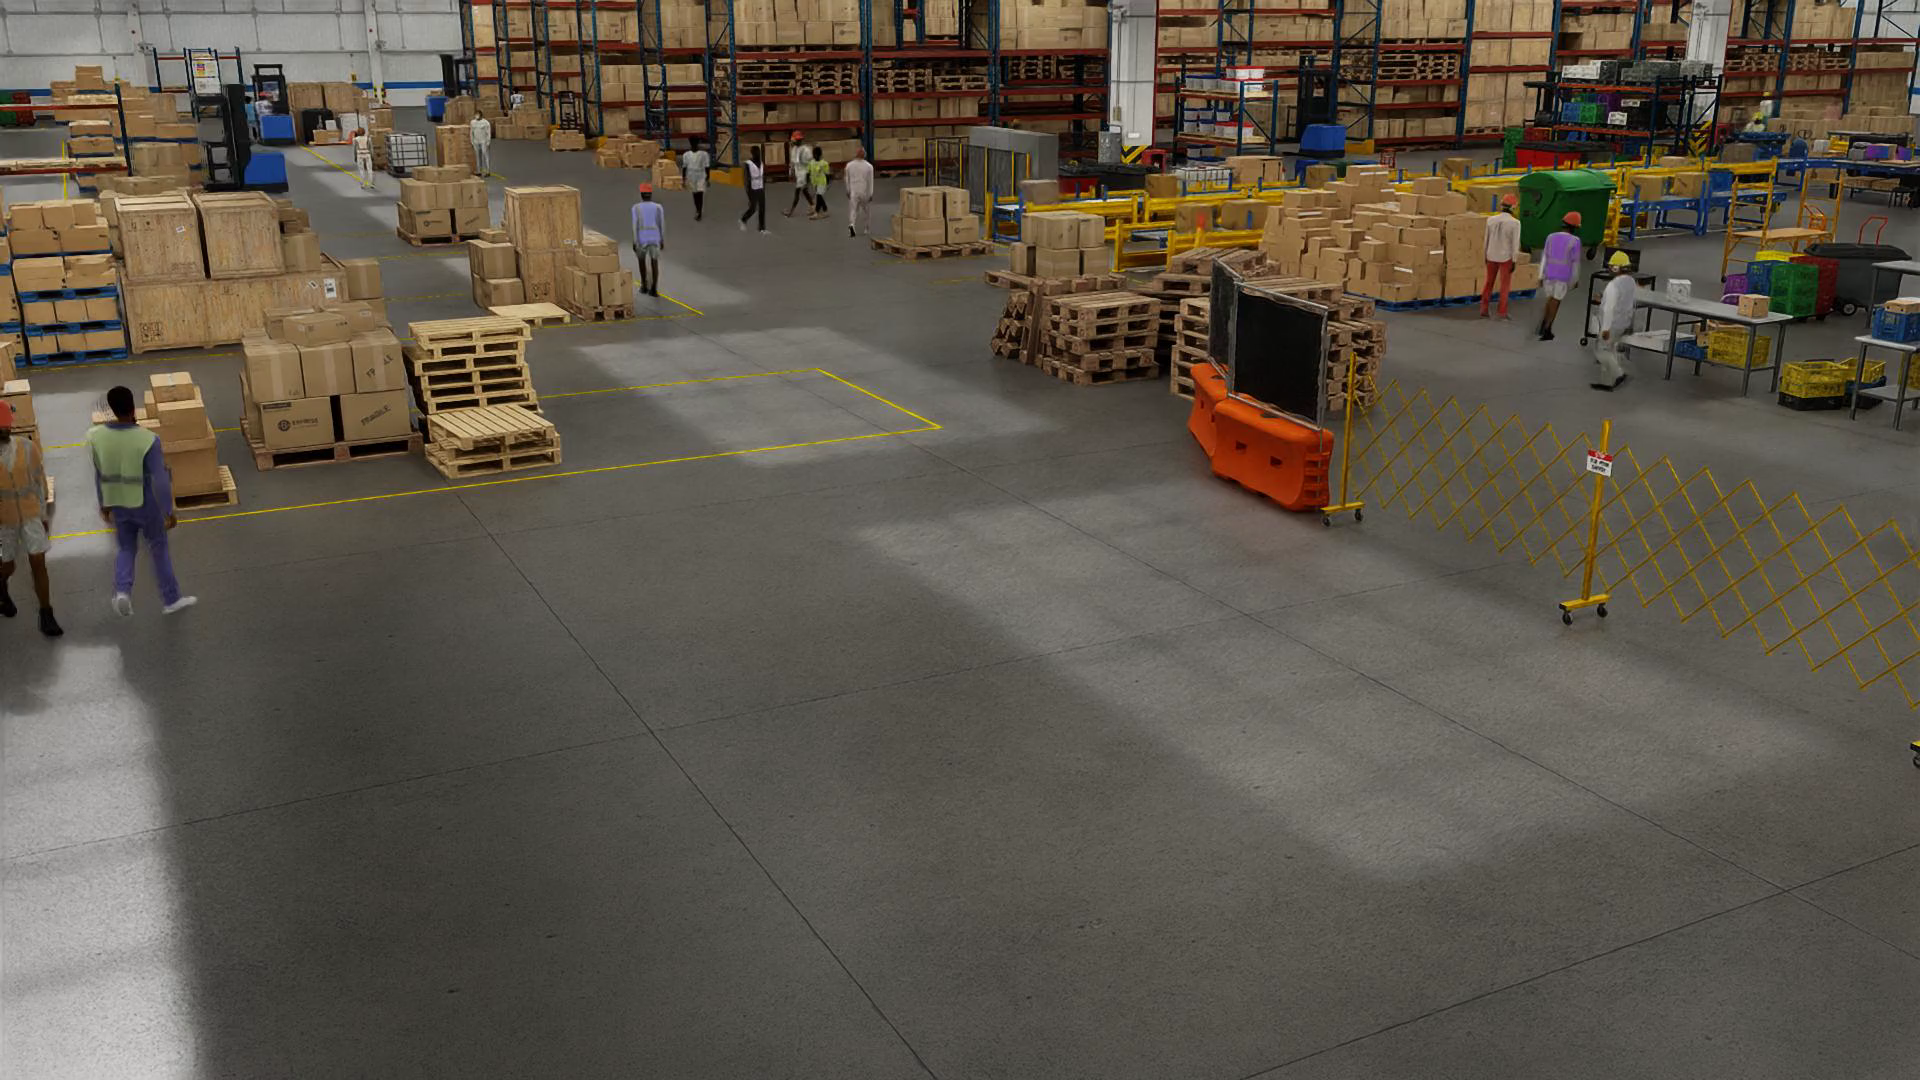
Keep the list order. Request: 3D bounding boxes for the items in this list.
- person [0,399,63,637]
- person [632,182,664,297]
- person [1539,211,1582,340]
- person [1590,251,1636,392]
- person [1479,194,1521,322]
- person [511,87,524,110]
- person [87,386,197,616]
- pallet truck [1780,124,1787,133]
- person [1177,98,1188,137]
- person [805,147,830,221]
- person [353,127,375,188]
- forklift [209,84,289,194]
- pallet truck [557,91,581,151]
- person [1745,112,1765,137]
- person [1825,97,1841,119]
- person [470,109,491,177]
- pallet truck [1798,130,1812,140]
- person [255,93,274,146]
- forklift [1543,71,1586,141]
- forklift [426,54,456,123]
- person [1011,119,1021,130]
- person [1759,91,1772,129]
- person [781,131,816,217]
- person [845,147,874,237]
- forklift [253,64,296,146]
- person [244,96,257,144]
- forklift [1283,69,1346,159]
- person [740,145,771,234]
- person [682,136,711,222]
[{"bbox_3d":[-7.437,-0.202,13.030,0.796,1.910,0.551,15,23,39],"label":"person"},{"bbox_3d":[-5.346,-5.145,28.424,0.579,1.912,0.750,-7,19,-22],"label":"person"},{"bbox_3d":[8.863,-3.892,24.528,0.504,1.906,0.557,-16,23,-40],"label":"person"},{"bbox_3d":[8.342,-2.754,21.132,0.615,1.815,0.472,-16,24,-41],"label":"person"},{"bbox_3d":[8.494,-4.423,26.073,0.413,1.983,0.633,-15,23,-38],"label":"person"},{"bbox_3d":[-17.675,-17.239,66.486,0.536,1.697,0.318,-9,20,-26],"label":"person"},{"bbox_3d":[-6.607,-0.282,13.295,0.638,1.896,0.625,2,18,6],"label":"person"},{"bbox_3d":[25.206,-12.542,52.601,1.601,1.201,0.680,0,18,-2],"label":"pallet truck"},{"bbox_3d":[8.264,-15.767,61.994,0.500,1.636,0.286,-10,20,-28],"label":"person"},{"bbox_3d":[-3.271,-8.278,38.612,0.540,1.657,0.858,12,21,33],"label":"person"},{"bbox_3d":[-16.221,-10.402,45.265,0.522,1.640,0.306,-7,19,-21],"label":"person"},{"bbox_3d":[-18.778,-10.487,43.529,1.873,2.768,1.129,-9,20,-26],"label":"forklift"},{"bbox_3d":[-13.495,-14.412,57.188,0.823,1.965,1.885,-3,18,-9],"label":"pallet truck"},{"bbox_3d":[23.267,-11.595,48.704,0.611,1.813,0.474,-4,18,-11],"label":"person"},{"bbox_3d":[29.108,-13.885,55.752,0.768,1.882,0.653,-3,18,-10],"label":"person"},{"bbox_3d":[-13.880,-11.488,48.169,0.631,1.940,0.372,4,18,13],"label":"person"},{"bbox_3d":[25.526,-11.556,49.408,1.630,1.274,0.653,-9,20,-26],"label":"pallet truck"},{"bbox_3d":[-24.781,-14.983,59.134,0.567,1.890,0.958,-17,24,-42],"label":"person"},{"bbox_3d":[18.685,-13.231,52.085,1.873,2.768,1.129,-9,20,-26],"label":"forklift"},{"bbox_3d":[-21.750,-19.219,70.751,1.873,2.768,1.129,-9,20,-26],"label":"forklift"},{"bbox_3d":[1.654,-10.982,46.897,0.520,1.752,0.527,-2,18,-7],"label":"person"},{"bbox_3d":[30.179,-15.925,62.322,0.816,1.734,0.529,-9,20,-25],"label":"person"},{"bbox_3d":[-3.777,-8.609,39.140,1.058,1.984,0.630,-14,22,-36],"label":"person"},{"bbox_3d":[-2.163,-7.505,35.852,0.643,1.881,0.872,3,18,8],"label":"person"},{"bbox_3d":[-24.393,-15.459,59.030,1.129,2.768,1.873,-9,20,-26],"label":"forklift"},{"bbox_3d":[-25.722,-15.196,60.150,0.771,1.663,0.555,16,24,41],"label":"person"},{"bbox_3d":[11.615,-13.871,54.079,1.129,2.768,1.873,-9,20,-27],"label":"forklift"},{"bbox_3d":[-4.472,-7.618,36.154,0.639,1.904,0.604,12,21,33],"label":"person"},{"bbox_3d":[-6.102,-8.312,38.303,0.621,1.910,0.998,3,18,8],"label":"person"}]
